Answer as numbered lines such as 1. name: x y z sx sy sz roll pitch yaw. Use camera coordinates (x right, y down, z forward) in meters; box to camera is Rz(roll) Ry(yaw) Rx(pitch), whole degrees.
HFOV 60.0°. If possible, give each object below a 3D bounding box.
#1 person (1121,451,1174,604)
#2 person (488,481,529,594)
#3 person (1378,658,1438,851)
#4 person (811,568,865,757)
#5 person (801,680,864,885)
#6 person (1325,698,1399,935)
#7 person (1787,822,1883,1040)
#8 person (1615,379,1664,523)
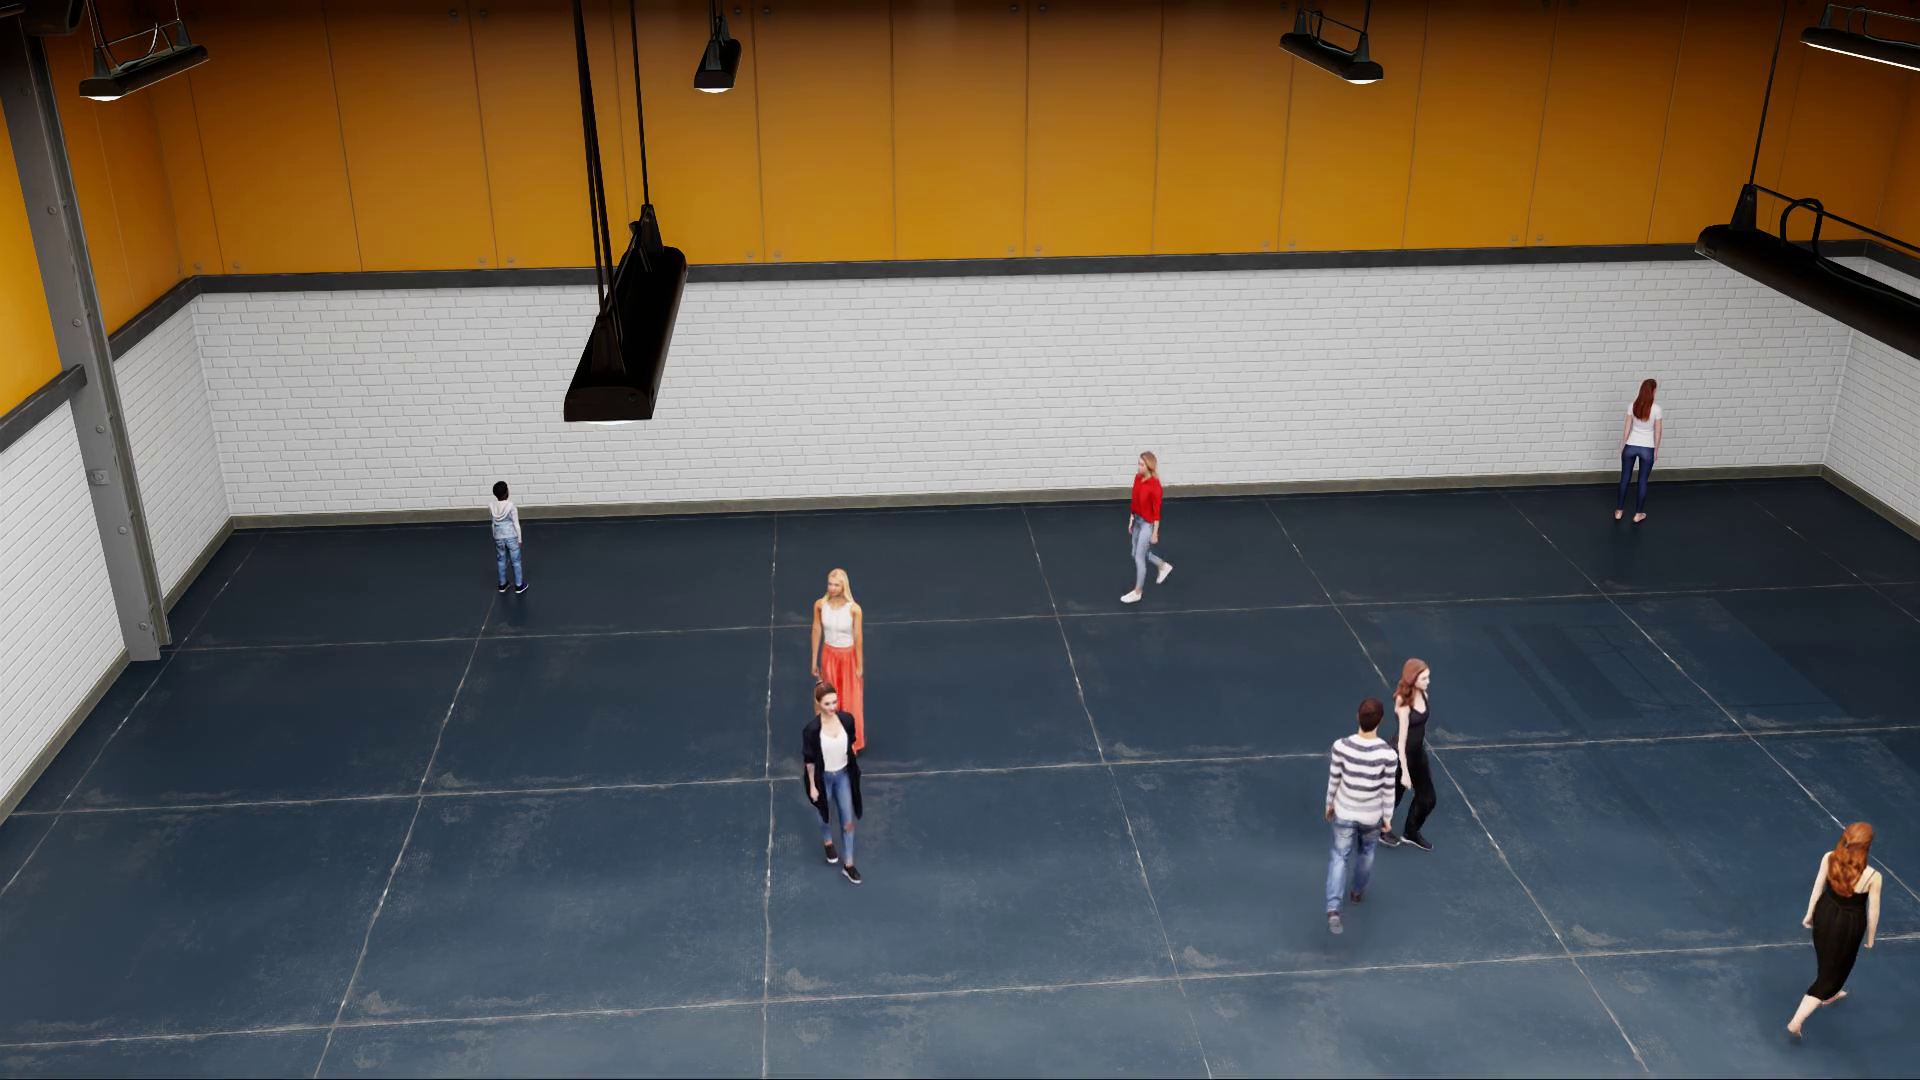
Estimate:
1. person: 2.024 -0.157 17.652 0.872 1.696 0.918 -11 26 -24
2. person: -4.895 -0.036 17.922 0.516 1.258 0.536 4 24 8
3. person: 3.485 1.698 13.371 0.880 1.726 0.818 20 30 37
4. person: -1.048 1.070 14.713 0.709 1.803 0.714 8 25 17
5. person: -1.055 1.835 13.145 0.788 1.657 0.955 -9 25 -20
6. person: 2.944 2.087 12.378 0.956 1.810 1.222 8 25 17
7. person: 5.930 2.668 11.316 0.996 1.597 1.080 -16 28 -32
8. person: 8.032 -1.066 19.673 0.654 1.743 0.690 13 27 28
